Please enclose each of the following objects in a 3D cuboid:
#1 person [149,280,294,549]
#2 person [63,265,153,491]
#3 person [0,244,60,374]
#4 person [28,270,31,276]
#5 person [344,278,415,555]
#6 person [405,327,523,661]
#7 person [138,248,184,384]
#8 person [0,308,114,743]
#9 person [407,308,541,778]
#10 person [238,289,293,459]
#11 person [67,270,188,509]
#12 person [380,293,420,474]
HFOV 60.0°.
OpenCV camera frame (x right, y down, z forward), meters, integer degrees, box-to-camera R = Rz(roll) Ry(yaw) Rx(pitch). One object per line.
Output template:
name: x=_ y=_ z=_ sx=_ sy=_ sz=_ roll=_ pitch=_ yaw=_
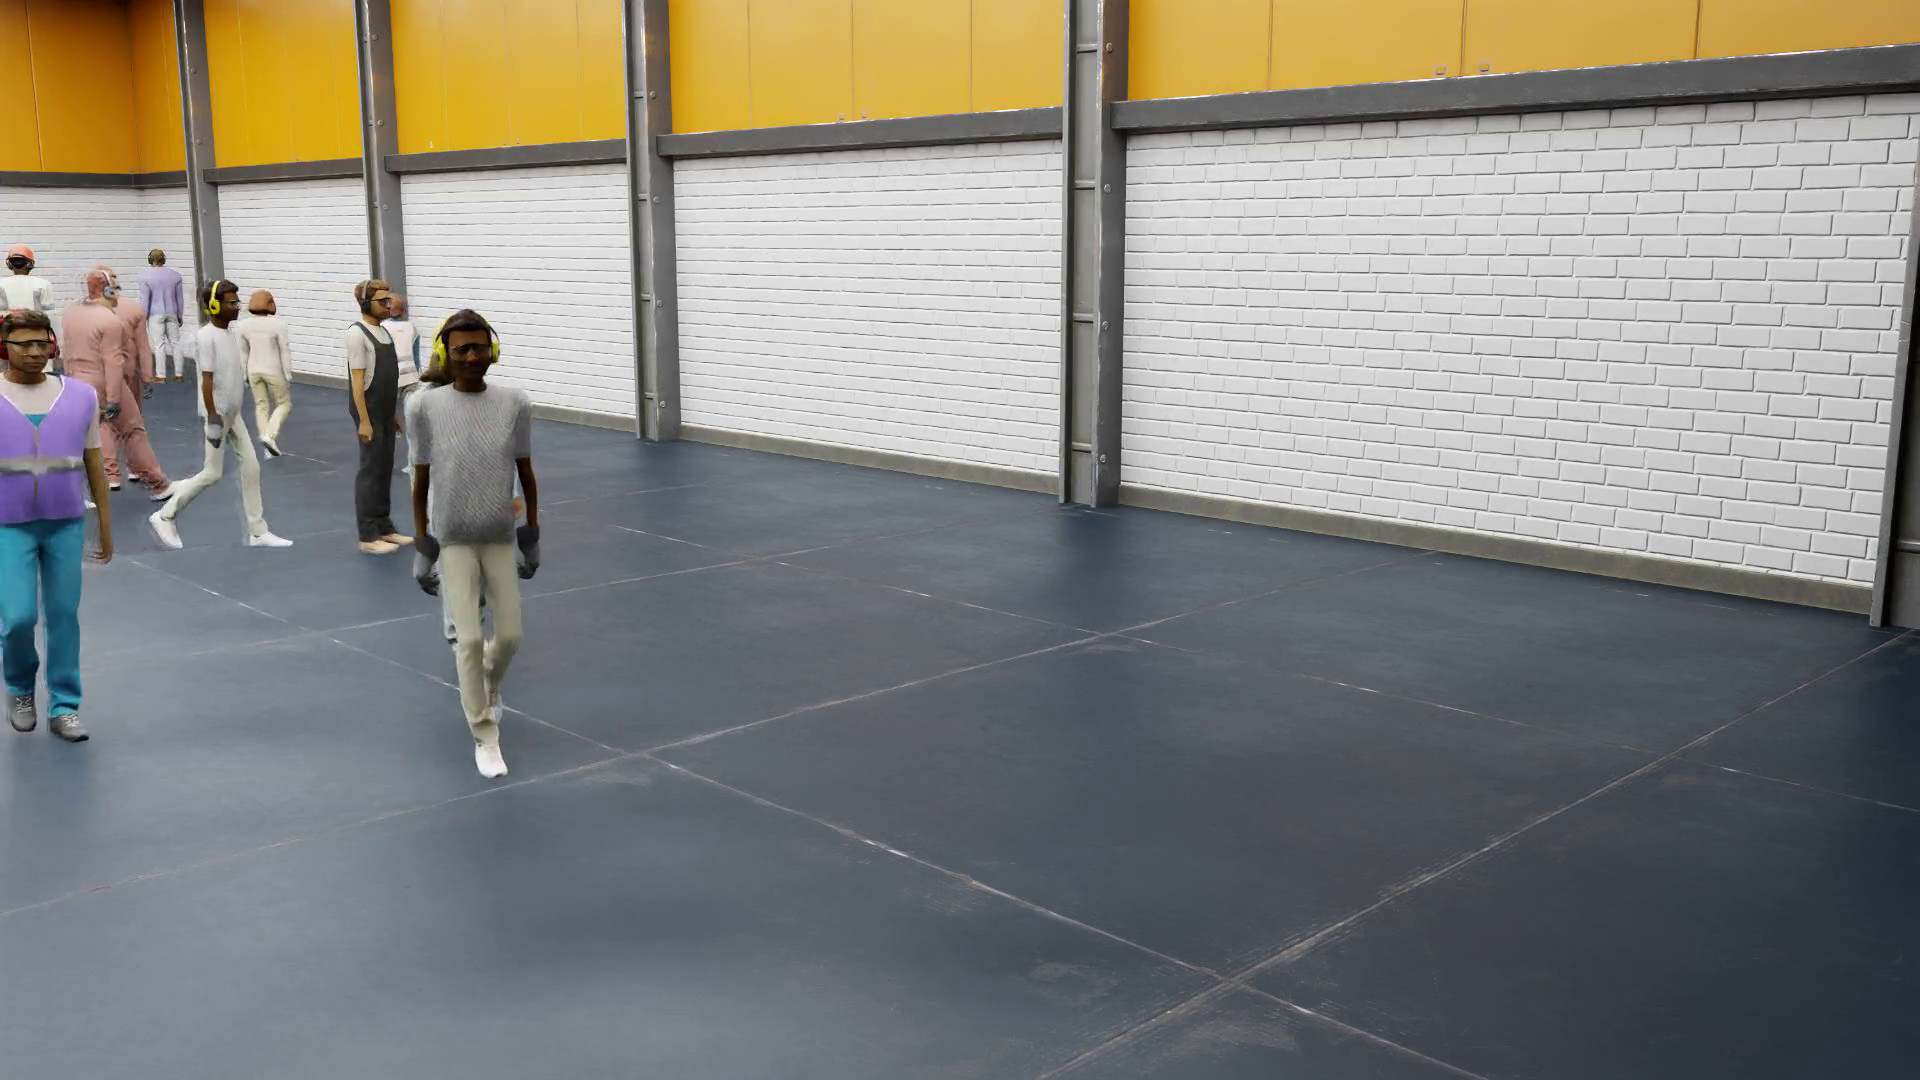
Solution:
person: x=-5.075 y=-0.835 z=11.283 sx=0.856 sy=1.839 sz=0.529 roll=0 pitch=10 yaw=0
person: x=-7.230 y=-1.386 z=14.145 sx=0.672 sy=1.869 sz=0.882 roll=-5 pitch=12 yaw=-25
person: x=-9.960 y=-2.132 z=17.789 sx=0.605 sy=2.034 sz=0.385 roll=-3 pitch=11 yaw=-15
person: x=-12.168 y=-2.804 z=21.751 sx=0.554 sy=1.920 sz=0.416 roll=-2 pitch=11 yaw=-12
person: x=-3.931 y=-0.827 z=11.205 sx=0.326 sy=1.838 sz=0.513 roll=1 pitch=10 yaw=4
person: x=-2.441 y=-0.209 z=8.217 sx=0.504 sy=1.700 sz=0.905 roll=-5 pitch=12 yaw=-26
person: x=-11.517 y=-3.225 z=24.009 sx=0.372 sy=1.940 sz=0.627 roll=8 pitch=13 yaw=38
person: x=-3.886 y=-0.053 z=6.995 sx=0.433 sy=1.832 sz=0.602 roll=10 pitch=14 yaw=44
person: x=-1.964 y=-0.009 z=6.716 sx=0.517 sy=1.854 sz=0.649 roll=-5 pitch=12 yaw=-26
person: x=-6.602 y=-1.571 z=15.829 sx=0.519 sy=1.619 sz=0.383 roll=1 pitch=10 yaw=4
person: x=-6.665 y=-1.174 z=13.062 sx=0.661 sy=1.855 sz=1.018 roll=6 pitch=12 yaw=31
person: x=-5.112 y=-1.401 z=14.930 sx=0.744 sy=1.607 sz=0.546 roll=8 pitch=13 yaw=38
